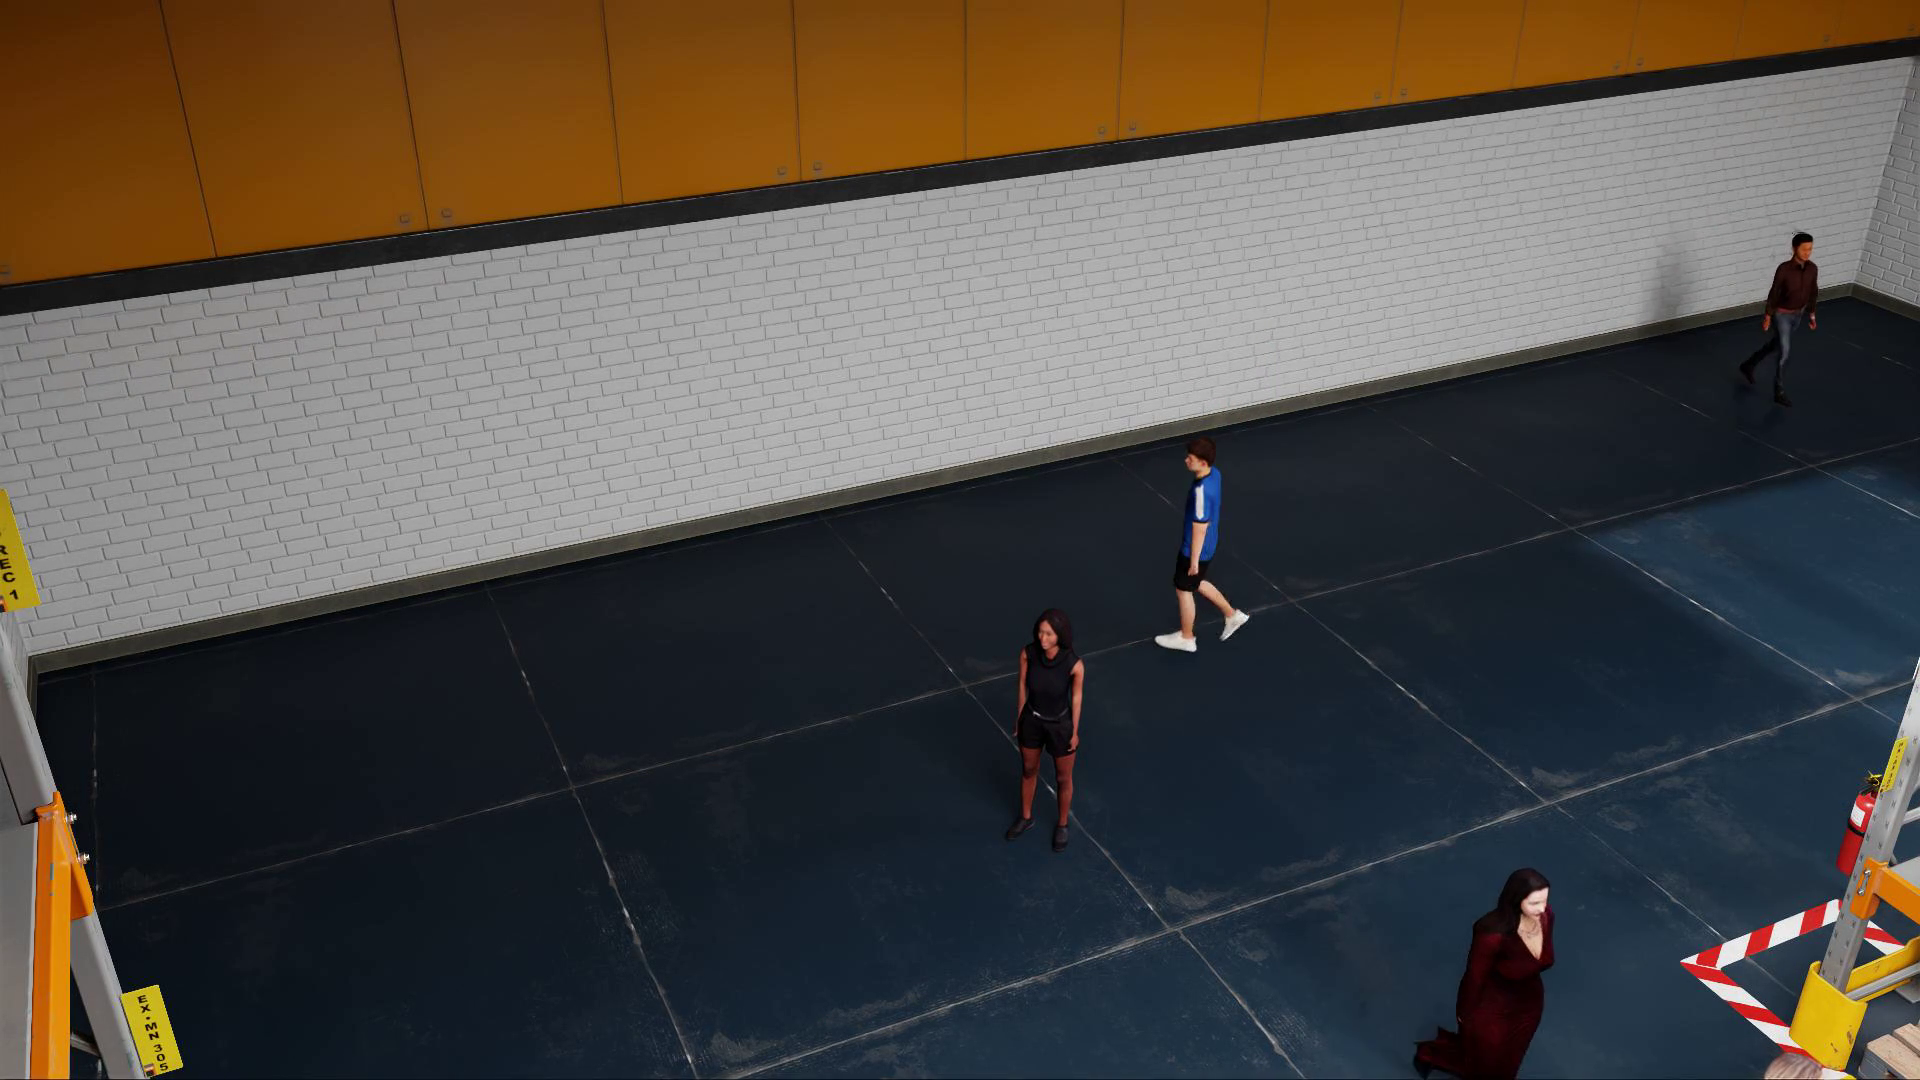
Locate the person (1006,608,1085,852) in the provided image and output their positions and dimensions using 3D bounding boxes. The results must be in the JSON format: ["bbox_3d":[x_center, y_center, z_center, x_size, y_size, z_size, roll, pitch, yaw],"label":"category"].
[{"bbox_3d":[0.570,1.201,10.654,0.669,1.740,0.742,12,31,20],"label":"person"}]

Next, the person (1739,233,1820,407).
[{"bbox_3d":[8.434,-2.316,17.098,0.743,1.742,1.156,-9,30,-16],"label":"person"}]

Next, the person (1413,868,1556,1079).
[{"bbox_3d":[2.716,2.328,8.589,0.703,1.738,0.852,-16,32,-27],"label":"person"}]

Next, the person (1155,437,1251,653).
[{"bbox_3d":[1.895,0.056,12.640,1.043,1.847,1.020,6,29,11],"label":"person"}]
